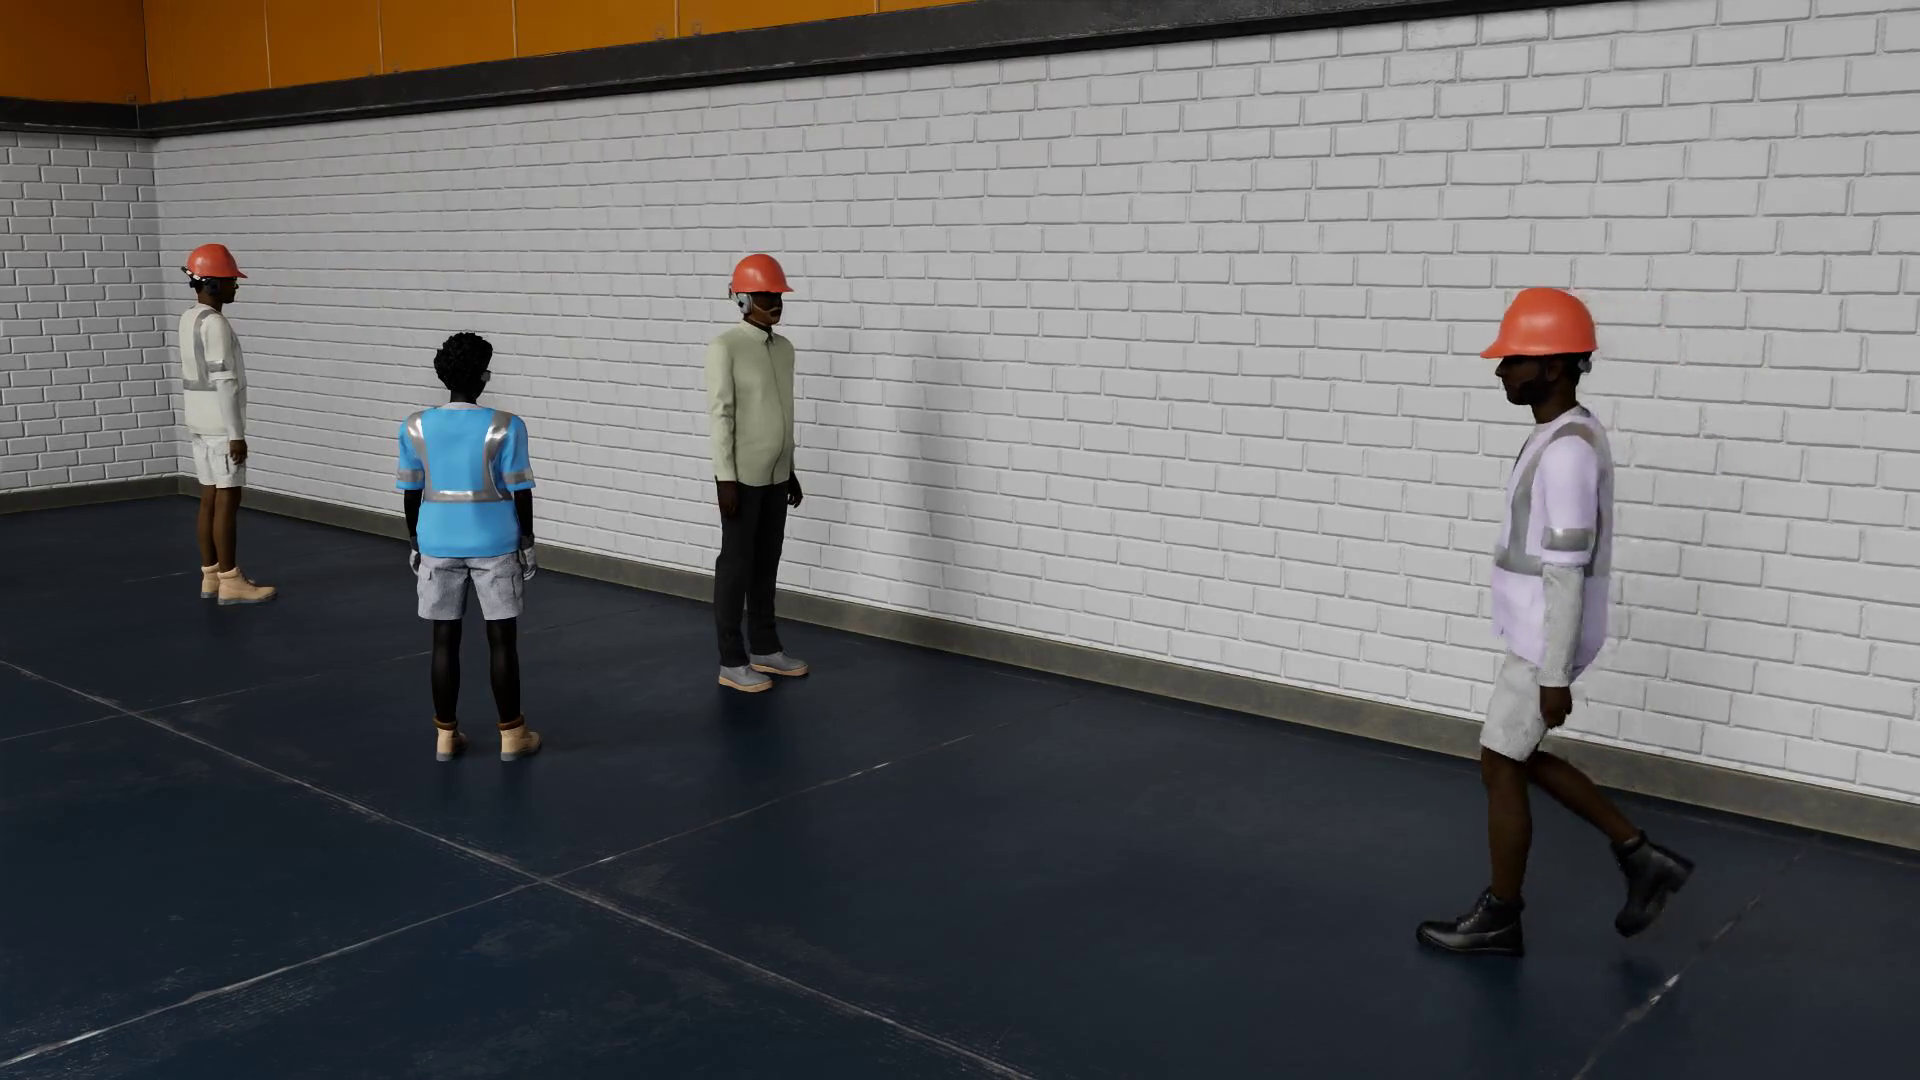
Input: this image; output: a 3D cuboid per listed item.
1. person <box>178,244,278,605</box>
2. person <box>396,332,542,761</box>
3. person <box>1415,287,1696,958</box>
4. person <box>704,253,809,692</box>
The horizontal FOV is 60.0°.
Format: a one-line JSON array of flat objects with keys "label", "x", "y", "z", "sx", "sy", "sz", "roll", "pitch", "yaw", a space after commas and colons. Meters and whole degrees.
[{"label": "person", "x": -4.208, "y": -0.654, "z": 9.501, "sx": 0.374, "sy": 2.043, "sz": 0.613, "roll": -9, "pitch": 13, "yaw": -40}, {"label": "person", "x": -1.926, "y": 0.035, "z": 6.562, "sx": 0.540, "sy": 1.695, "sz": 0.317, "roll": 0, "pitch": 10, "yaw": 2}, {"label": "person", "x": 1.687, "y": 0.262, "z": 4.624, "sx": 0.648, "sy": 1.920, "sz": 0.551, "roll": 4, "pitch": 11, "yaw": 19}, {"label": "person", "x": -0.930, "y": -0.315, "z": 7.702, "sx": 0.386, "sy": 1.996, "sz": 0.610, "roll": 5, "pitch": 11, "yaw": 28}]
